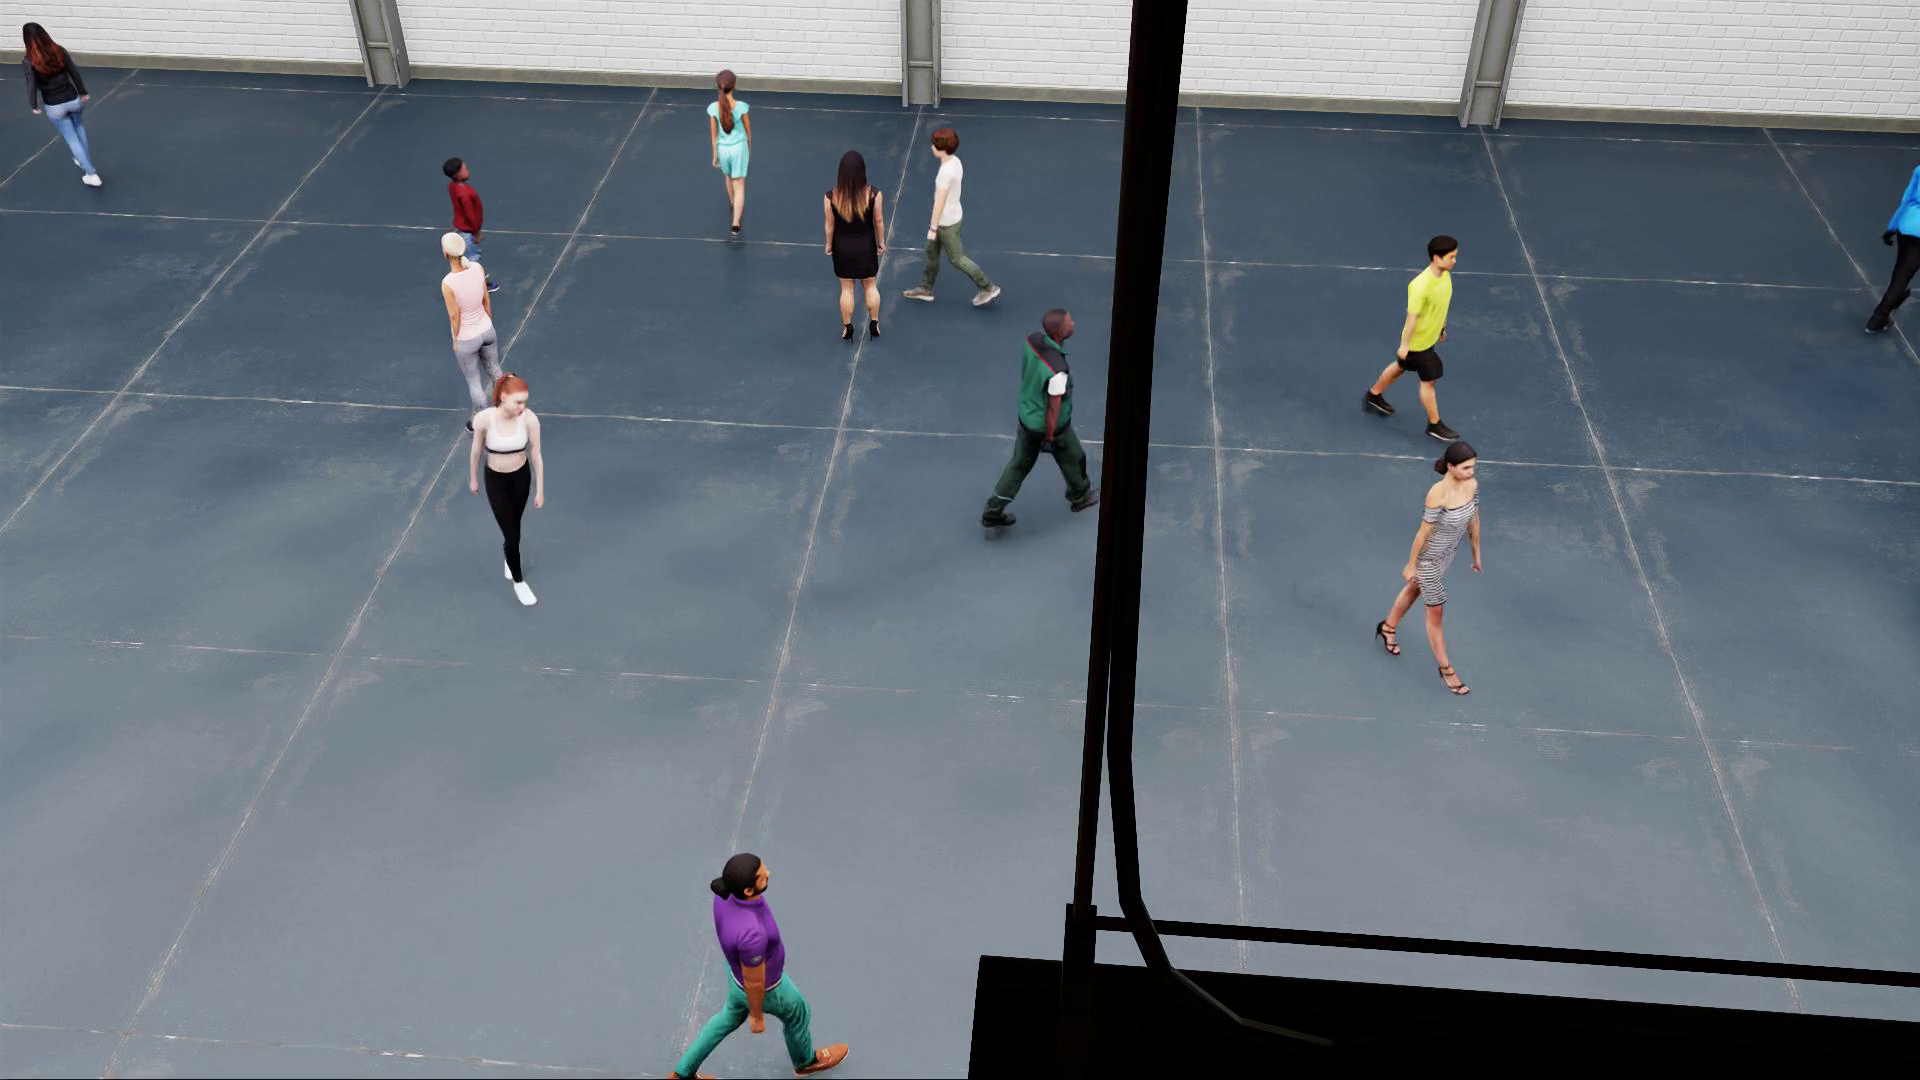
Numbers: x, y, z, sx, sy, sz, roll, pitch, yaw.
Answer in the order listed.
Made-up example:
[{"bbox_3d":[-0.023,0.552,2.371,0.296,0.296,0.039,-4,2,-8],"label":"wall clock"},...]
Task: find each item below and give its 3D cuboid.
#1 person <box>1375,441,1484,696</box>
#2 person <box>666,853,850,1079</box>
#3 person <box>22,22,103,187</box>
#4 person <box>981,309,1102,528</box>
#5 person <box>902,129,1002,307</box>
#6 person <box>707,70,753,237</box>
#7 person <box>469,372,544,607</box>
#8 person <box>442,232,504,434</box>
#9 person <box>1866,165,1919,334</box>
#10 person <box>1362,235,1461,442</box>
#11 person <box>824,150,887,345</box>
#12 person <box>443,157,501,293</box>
[{"bbox_3d":[2.968,0.082,10.681,1.038,1.791,1.087,-26,45,-29],"label":"person"},{"bbox_3d":[-1.098,2.173,8.112,1.261,1.730,1.032,-17,42,-20],"label":"person"},{"bbox_3d":[-8.704,-4.228,16.220,1.011,1.613,0.905,24,44,27],"label":"person"},{"bbox_3d":[0.513,-0.814,11.805,1.327,1.788,1.136,-19,42,-22],"label":"person"},{"bbox_3d":[-0.026,-2.730,14.335,1.093,1.624,0.586,2,39,3],"label":"person"},{"bbox_3d":[-2.111,-3.560,15.455,0.964,1.525,0.612,1,39,1],"label":"person"},{"bbox_3d":[-3.111,-0.410,11.371,0.968,1.699,0.976,-9,39,-11],"label":"person"},{"bbox_3d":[-3.747,-1.588,12.824,0.672,1.726,0.640,26,45,29],"label":"person"},{"bbox_3d":[7.995,-2.543,13.984,1.100,1.770,0.989,-21,43,-24],"label":"person"},{"bbox_3d":[3.505,-1.606,12.898,1.182,1.663,0.979,23,44,26],"label":"person"},{"bbox_3d":[-0.874,-2.433,13.890,0.617,1.717,0.780,-5,39,-7],"label":"person"},{"bbox_3d":[-4.363,-2.791,14.709,0.629,1.253,0.584,-23,44,-26],"label":"person"}]
